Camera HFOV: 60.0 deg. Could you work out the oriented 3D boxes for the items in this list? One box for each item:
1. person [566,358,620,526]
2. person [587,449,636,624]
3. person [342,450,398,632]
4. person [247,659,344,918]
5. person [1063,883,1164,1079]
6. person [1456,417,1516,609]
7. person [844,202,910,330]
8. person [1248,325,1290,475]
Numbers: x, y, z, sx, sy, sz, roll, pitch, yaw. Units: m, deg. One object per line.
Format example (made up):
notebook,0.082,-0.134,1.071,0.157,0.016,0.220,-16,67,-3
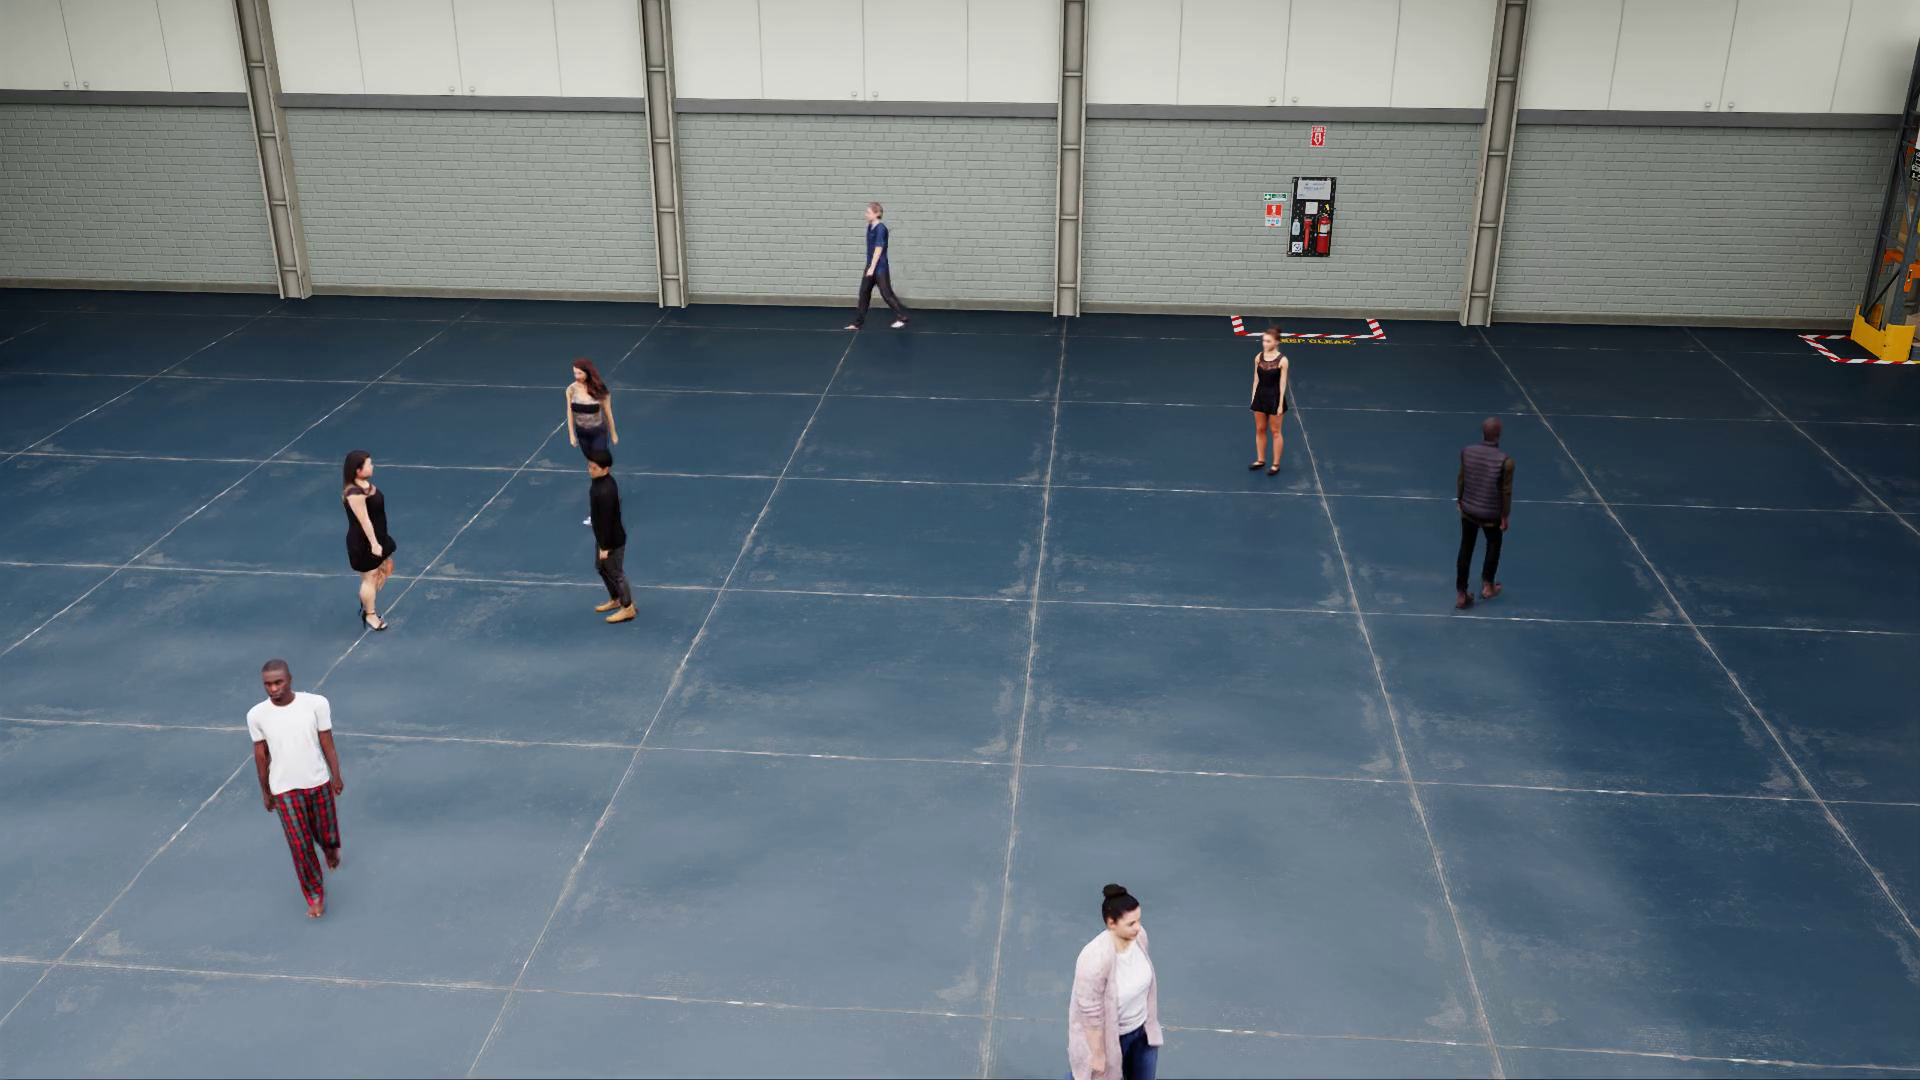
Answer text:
person,-3.803,-1.092,17.356,1.140,1.725,0.730,2,23,4
person,-3.133,-0.050,14.940,0.738,1.698,0.765,-2,23,-5
person,-5.337,0.030,14.742,0.729,1.706,0.731,-5,24,-12
person,-4.330,1.579,10.956,0.905,1.818,0.903,-7,24,-15
person,0.738,2.548,8.827,1.106,1.701,1.180,-19,30,-38
person,4.720,-0.225,15.196,0.968,1.820,1.020,20,30,39
person,-1.090,-3.866,23.755,1.277,1.822,1.076,-11,26,-25
person,3.456,-1.567,18.532,0.669,1.679,0.748,19,30,38
